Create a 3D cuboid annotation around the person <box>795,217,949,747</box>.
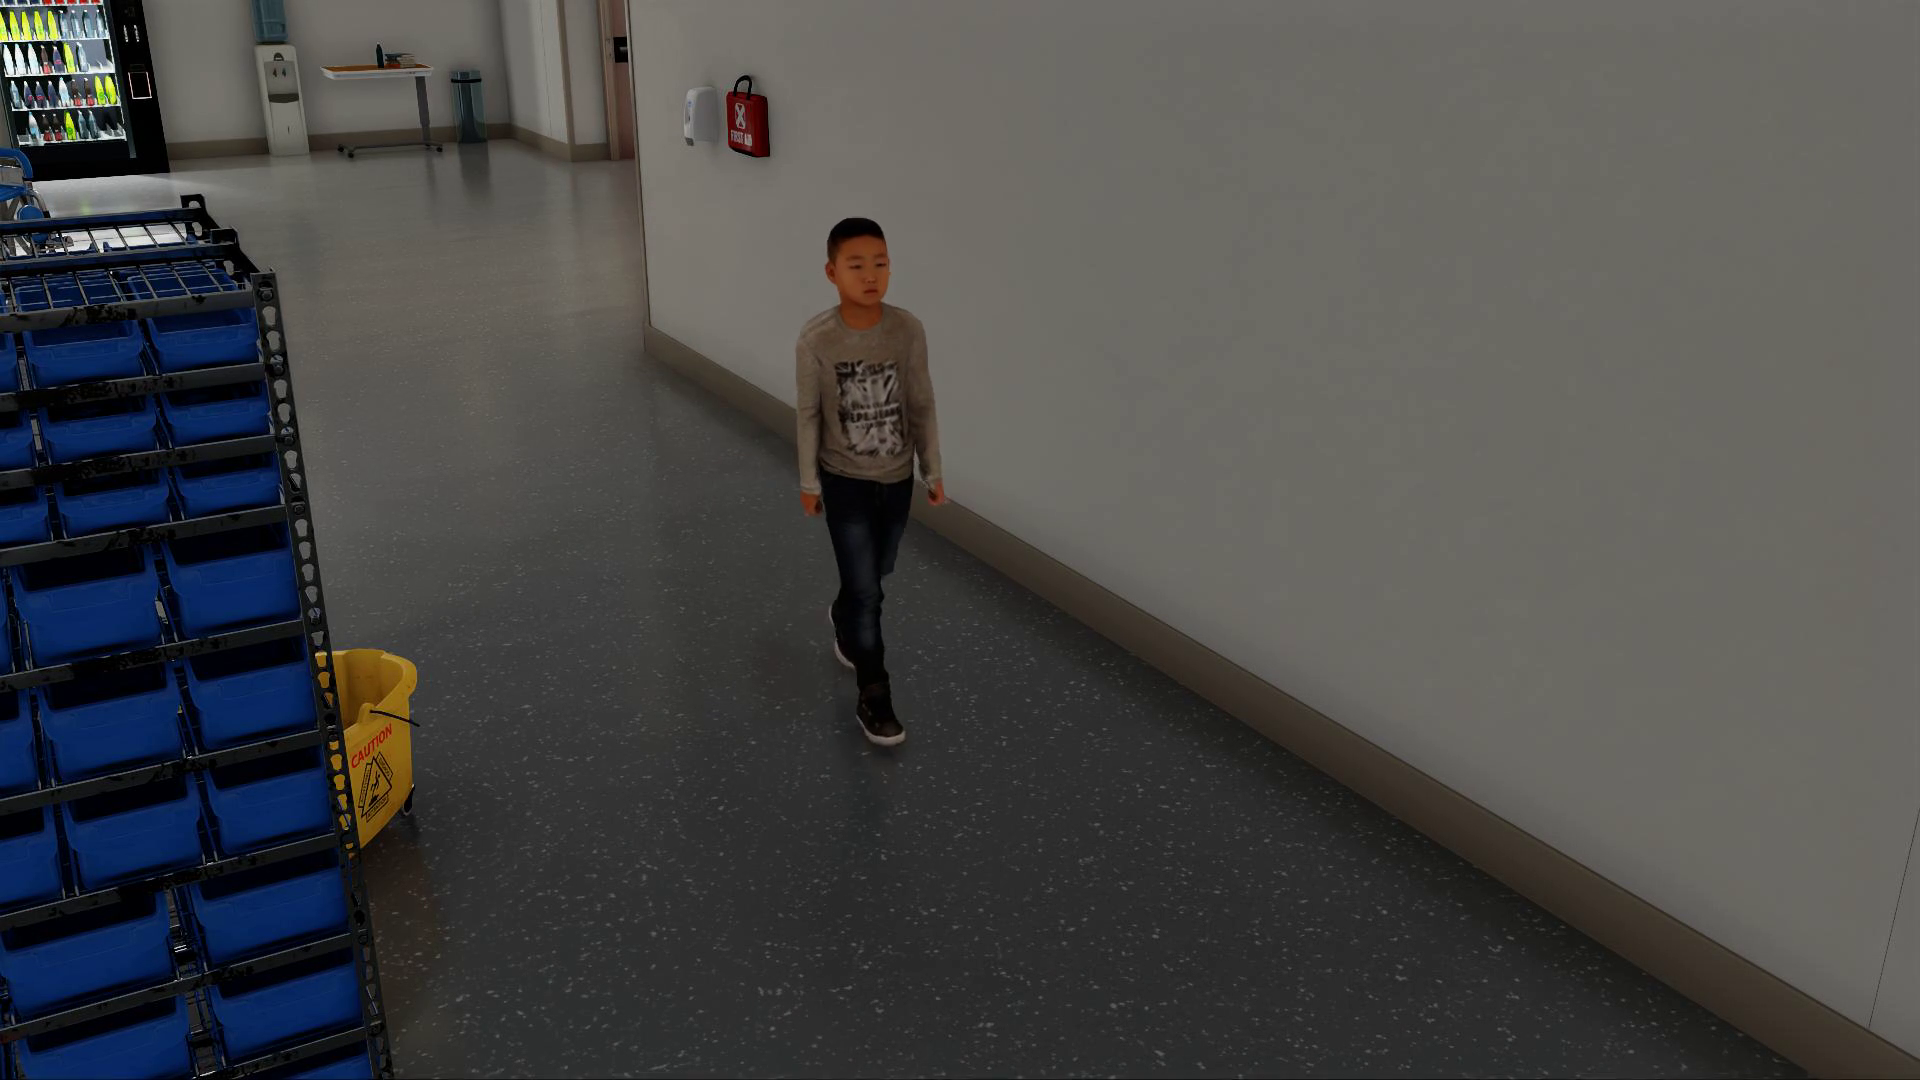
[{"bbox_3d":[-0.290,-0.203,4.828,0.936,1.443,0.677,-10,23,-24],"label":"person"}]
